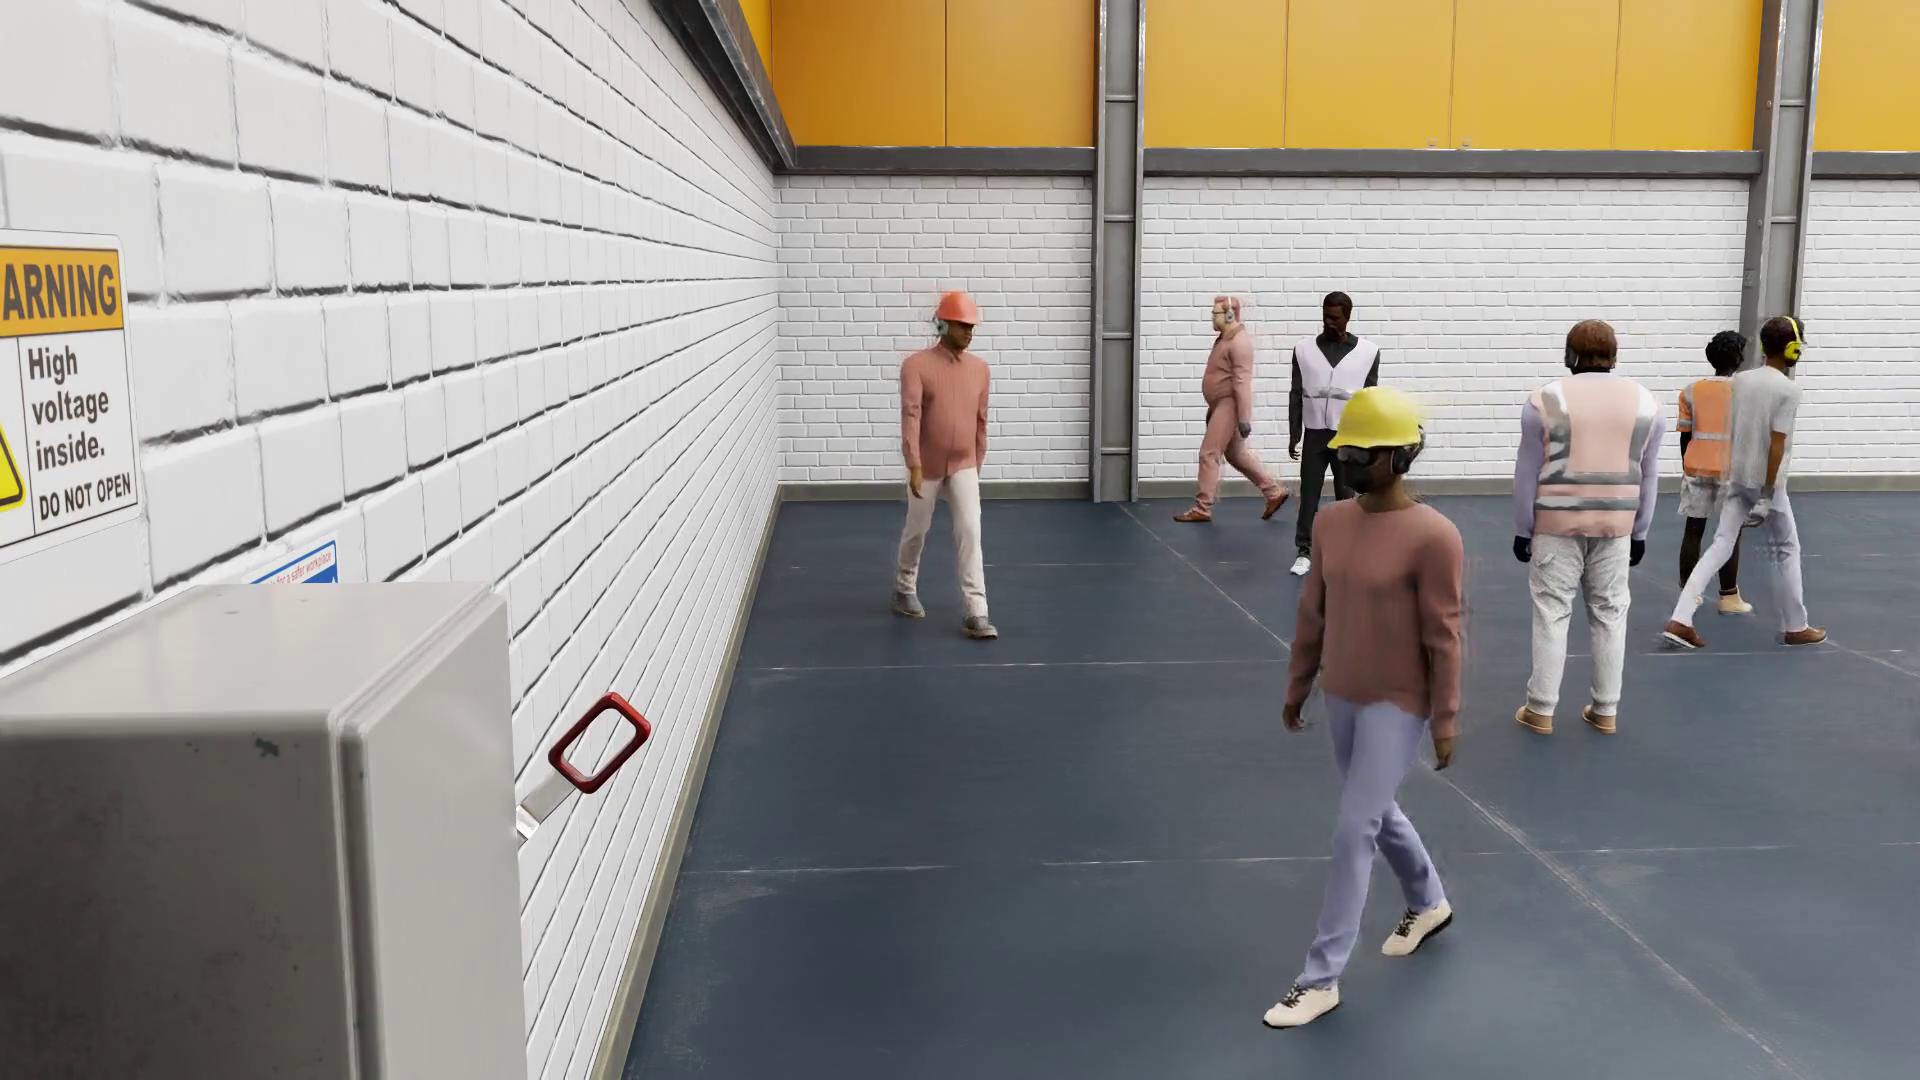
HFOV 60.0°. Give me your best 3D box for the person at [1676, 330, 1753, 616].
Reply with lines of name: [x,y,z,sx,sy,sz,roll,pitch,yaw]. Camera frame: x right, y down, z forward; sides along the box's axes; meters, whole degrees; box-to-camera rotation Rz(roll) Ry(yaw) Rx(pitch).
person: [4.537,-0.400,9.939,0.318,1.699,0.535,-7,11,-37]

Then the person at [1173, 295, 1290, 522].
person: [2.257,-1.071,13.613,0.913,1.867,0.638,0,9,1]

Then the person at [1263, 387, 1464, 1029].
person: [1.170,0.427,4.667,0.869,1.729,0.536,-5,10,-30]

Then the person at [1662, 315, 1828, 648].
person: [4.273,-0.299,8.956,0.997,1.823,0.503,-4,10,-21]

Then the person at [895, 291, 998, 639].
person: [-0.102,-0.448,9.520,0.618,1.945,1.070,-4,10,-24]

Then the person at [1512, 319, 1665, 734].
person: [2.734,-0.050,7.336,0.619,1.835,0.429,0,9,2]

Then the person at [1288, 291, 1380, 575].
person: [2.509,-0.710,11.217,0.587,1.915,0.393,3,9,16]
